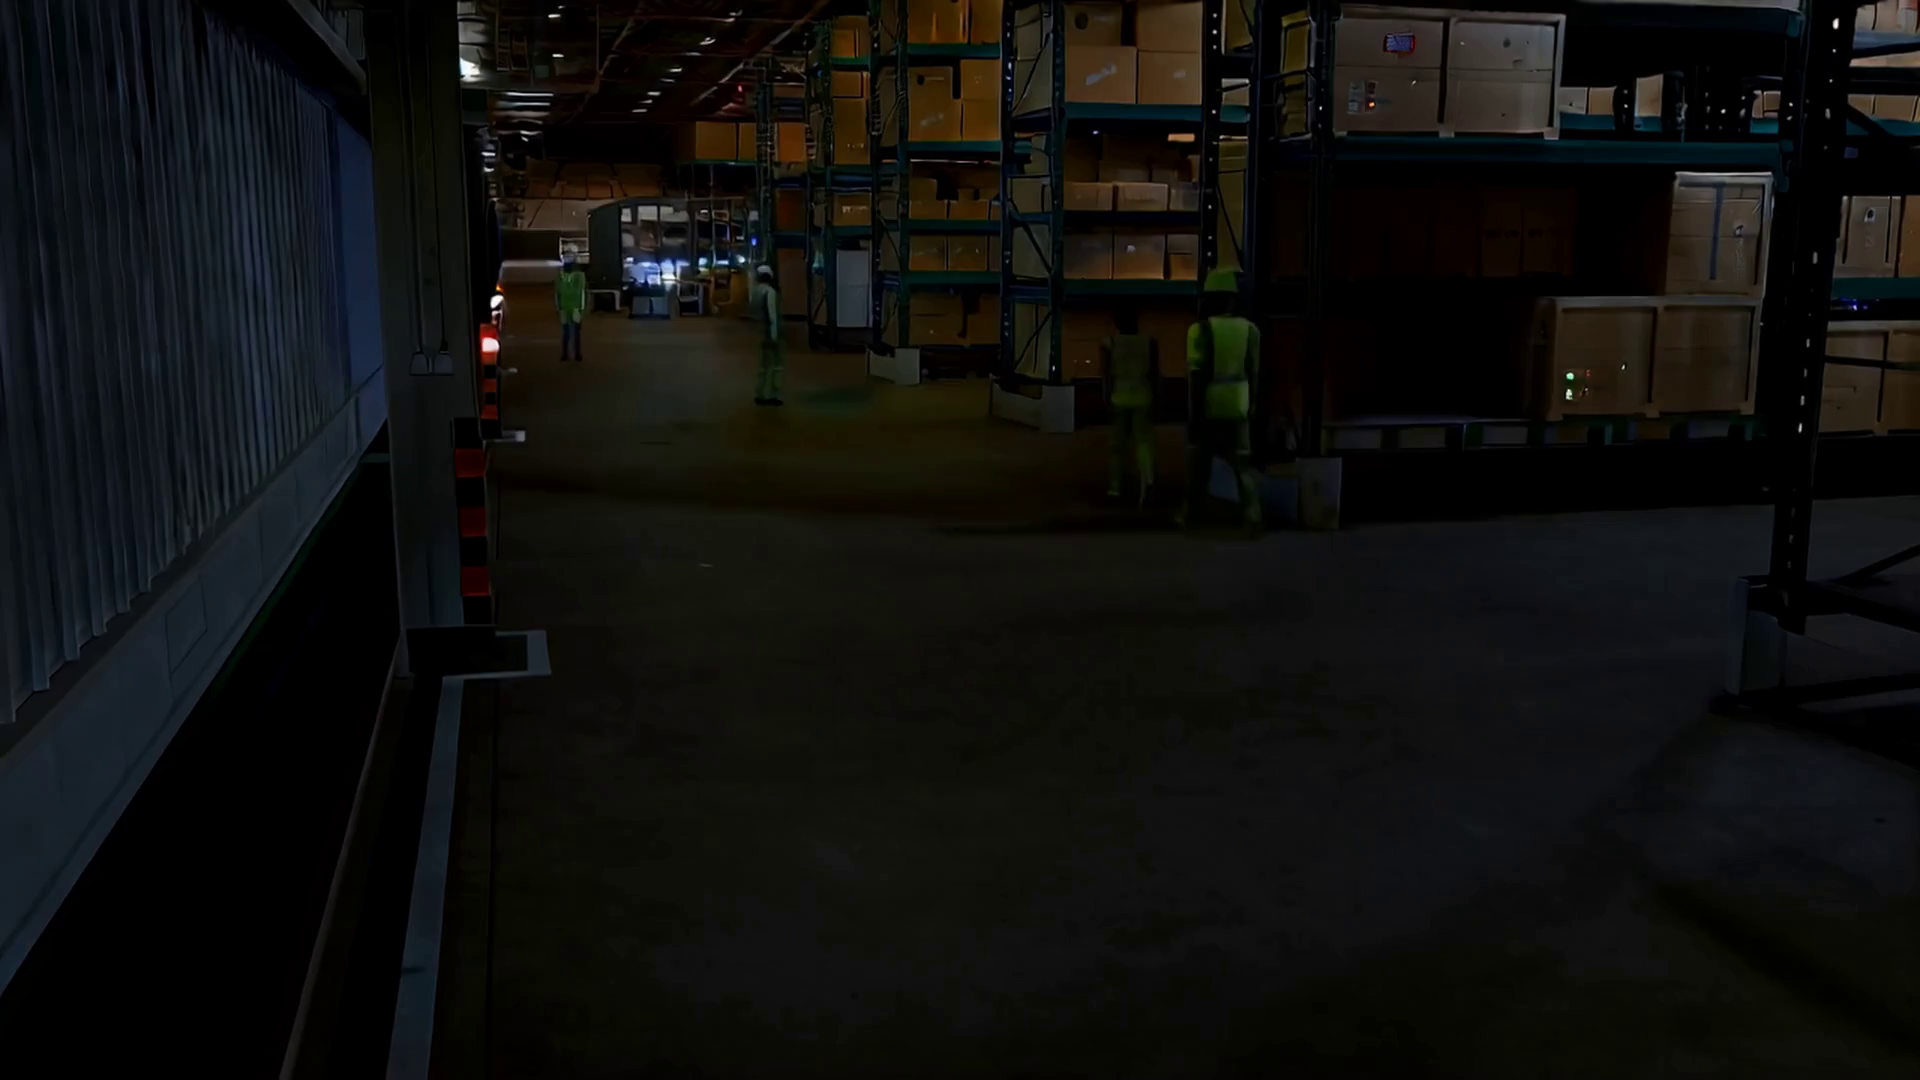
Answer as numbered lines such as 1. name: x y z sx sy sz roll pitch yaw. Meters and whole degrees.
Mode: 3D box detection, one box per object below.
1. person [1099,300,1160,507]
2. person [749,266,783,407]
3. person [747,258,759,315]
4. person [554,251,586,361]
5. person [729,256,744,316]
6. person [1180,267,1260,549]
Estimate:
1. person: 1.343 -1.073 13.053 0.512 1.609 0.755 -1 10 -7
2. person: -2.443 -2.589 21.184 0.406 1.783 0.706 -5 11 -28
3. person: -4.983 -6.003 40.581 0.590 1.737 0.371 5 11 27
4. person: -6.873 -4.115 29.342 0.547 1.938 0.379 -1 10 -4
5. person: -6.452 -7.331 48.137 0.485 1.735 0.346 4 11 24
6. person: 1.784 -0.898 11.276 0.556 1.893 1.013 -3 10 -14
